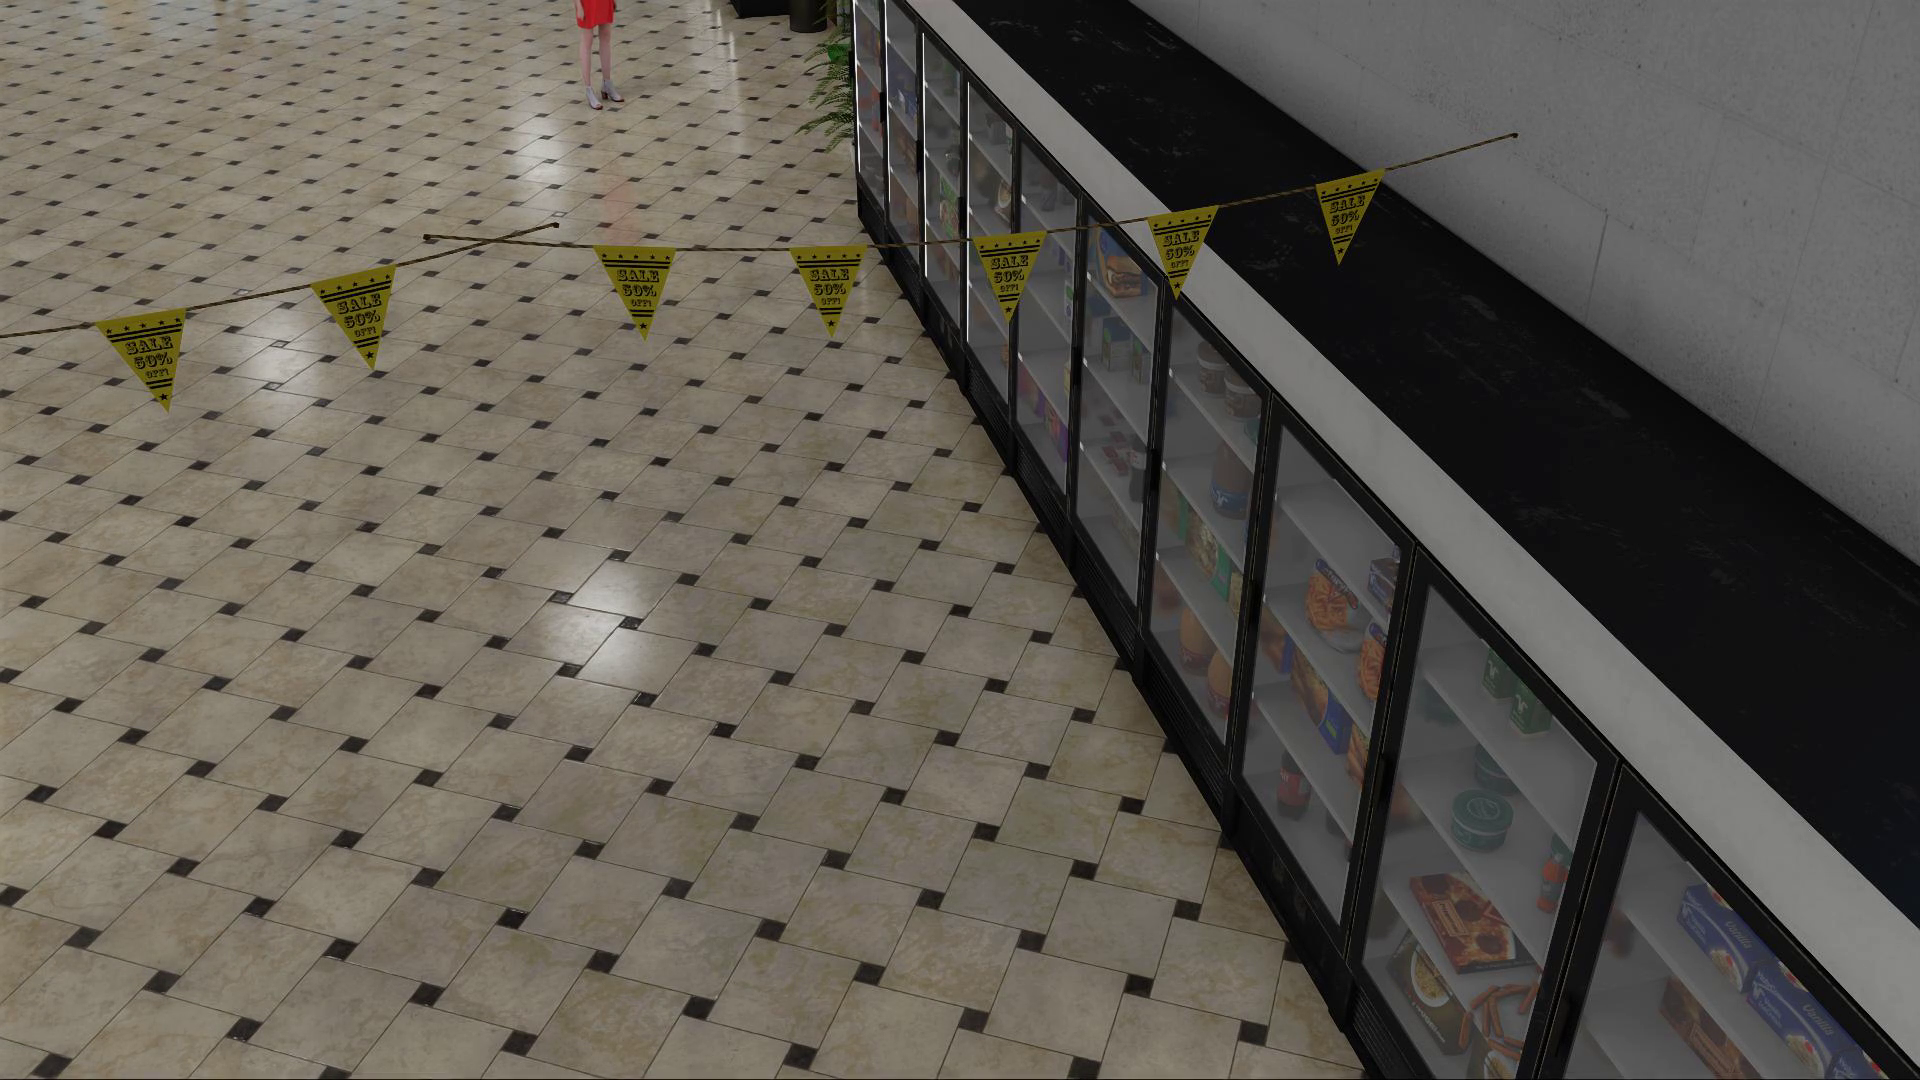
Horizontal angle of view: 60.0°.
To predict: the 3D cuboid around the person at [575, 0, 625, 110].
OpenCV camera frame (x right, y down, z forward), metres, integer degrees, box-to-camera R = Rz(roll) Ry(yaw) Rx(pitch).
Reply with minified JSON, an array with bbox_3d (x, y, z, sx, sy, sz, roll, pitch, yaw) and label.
[{"bbox_3d":[-3.195,-4.713,14.494,0.737,1.827,0.653,21,37,30],"label":"person"}]
